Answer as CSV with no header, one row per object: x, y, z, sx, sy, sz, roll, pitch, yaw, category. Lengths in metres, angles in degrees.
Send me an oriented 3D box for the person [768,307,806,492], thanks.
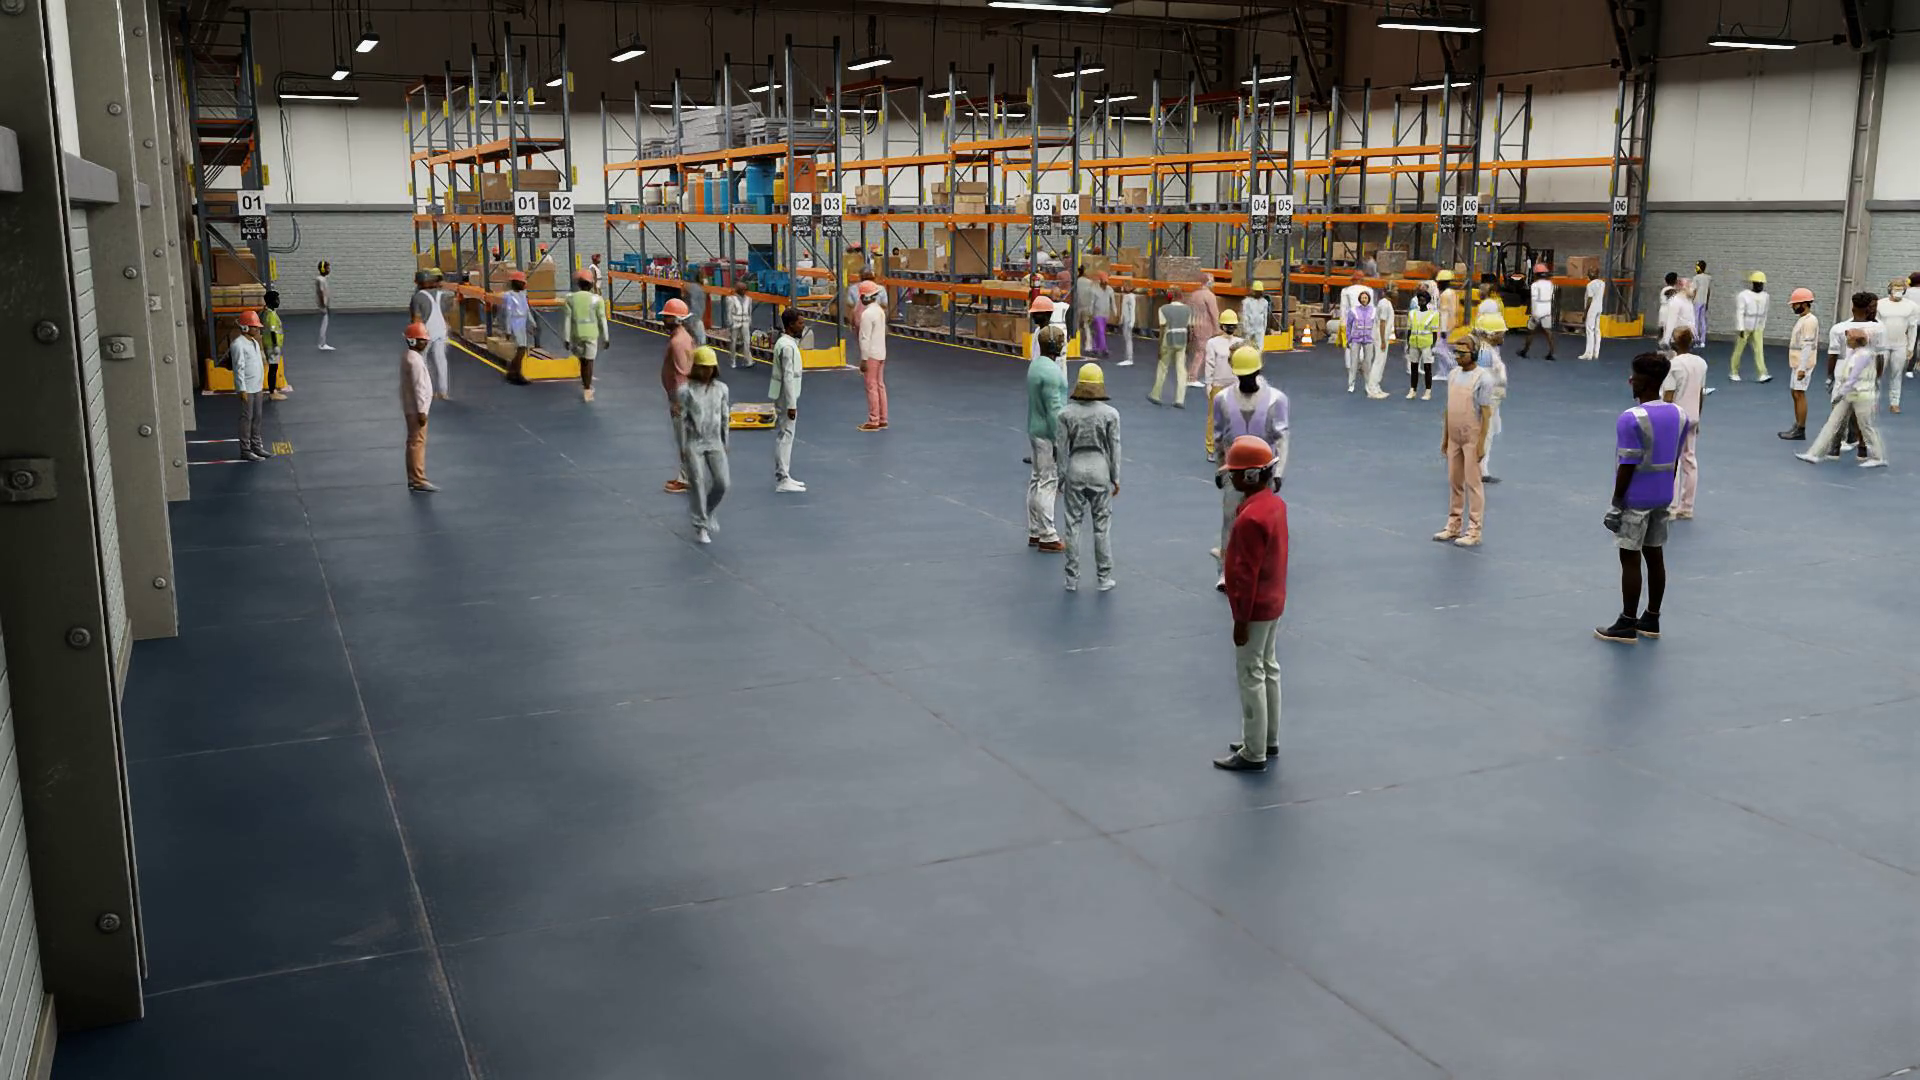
-1.797,-1.457,17.285,0.397,1.910,0.587,-1,11,-7,person

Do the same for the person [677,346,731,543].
-2.246,-0.835,14.581,0.495,1.735,0.421,-6,13,-29,person

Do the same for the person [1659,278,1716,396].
11.327,-3.140,25.964,1.025,1.851,0.645,8,14,35,person

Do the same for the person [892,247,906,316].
-1.793,-7.193,46.401,0.590,1.919,0.392,-3,12,-15,person

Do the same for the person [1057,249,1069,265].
2.973,-7.345,47.345,0.522,1.853,0.637,-5,12,-25,person

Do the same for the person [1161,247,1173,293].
6.328,-8.106,51.272,0.429,1.837,0.627,-11,15,-43,person

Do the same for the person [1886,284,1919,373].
17.203,-3.899,30.169,0.775,1.721,0.588,10,15,40,person

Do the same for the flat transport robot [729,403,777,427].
-2.838,-1.715,22.756,0.652,0.197,1.431,0,11,-2,flat transport robot

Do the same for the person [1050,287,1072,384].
1.622,-3.431,27.984,0.511,1.644,0.307,1,11,6,person

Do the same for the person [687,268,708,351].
-4.790,-3.922,29.856,0.623,1.896,0.645,0,11,1,person

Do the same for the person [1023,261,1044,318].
1.719,-5.747,39.516,0.554,1.738,0.370,-6,13,-29,person

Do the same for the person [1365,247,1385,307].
10.732,-6.516,42.648,0.721,2.000,0.539,-4,12,-21,person

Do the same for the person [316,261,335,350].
-13.436,-4.947,35.151,0.338,1.858,0.514,-5,12,-23,person

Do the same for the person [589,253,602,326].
-9.325,-6.407,42.578,0.389,1.850,0.566,-1,11,-5,person

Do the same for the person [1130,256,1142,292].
5.203,-7.519,48.823,0.429,1.621,0.506,-10,15,-42,person

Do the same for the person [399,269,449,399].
-8.330,-3.202,25.802,0.932,2.000,0.710,7,13,32,person

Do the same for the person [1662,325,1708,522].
6.710,-1.083,15.541,0.506,1.843,0.349,-5,12,-24,person

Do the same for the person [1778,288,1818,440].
10.696,-2.238,21.215,0.386,1.924,0.548,3,12,17,person

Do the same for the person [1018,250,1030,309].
1.972,-7.703,49.182,0.549,1.840,0.507,0,11,-1,person

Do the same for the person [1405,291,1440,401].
7.120,-2.993,25.639,0.533,1.694,0.319,10,15,43,person

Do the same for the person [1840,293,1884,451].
10.957,-2.055,20.285,0.590,1.918,0.391,-4,12,-20,person

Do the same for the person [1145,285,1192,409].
3.134,-2.884,24.779,0.600,1.801,0.911,-5,12,-22,person

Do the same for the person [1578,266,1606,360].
12.438,-4.460,32.713,0.505,1.840,0.346,-8,14,-35,person

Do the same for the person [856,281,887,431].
-1.183,-2.437,22.074,0.408,1.987,0.608,3,12,17,person

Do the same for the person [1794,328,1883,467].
10.096,-1.608,18.869,0.904,1.584,0.515,1,11,4,person

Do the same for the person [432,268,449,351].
-10.870,-4.789,34.627,0.311,1.743,0.493,2,11,10,person

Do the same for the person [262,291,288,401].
-10.585,-2.992,25.634,0.318,1.691,0.537,-6,12,-26,person

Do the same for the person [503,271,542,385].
-7.443,-3.563,27.977,0.651,1.906,0.557,2,11,11,person

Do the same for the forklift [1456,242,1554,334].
13.047,-6.049,39.881,2.313,2.155,1.214,-5,12,-23,forklift

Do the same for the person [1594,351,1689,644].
4.574,-0.284,11.163,0.606,1.967,0.367,-7,13,-31,person

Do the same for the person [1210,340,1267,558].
2.320,-0.738,13.782,0.422,1.835,0.534,7,13,32,person

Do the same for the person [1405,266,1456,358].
9.320,-4.482,32.871,1.010,1.836,0.591,2,11,11,person

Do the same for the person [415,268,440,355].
-10.799,-4.650,33.865,0.523,1.769,0.309,1,11,3,person

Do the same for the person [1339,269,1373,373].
7.119,-3.930,29.933,0.603,1.872,0.563,2,11,9,person

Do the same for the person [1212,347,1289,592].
2.197,-0.532,12.680,0.595,1.866,0.999,3,12,15,person
